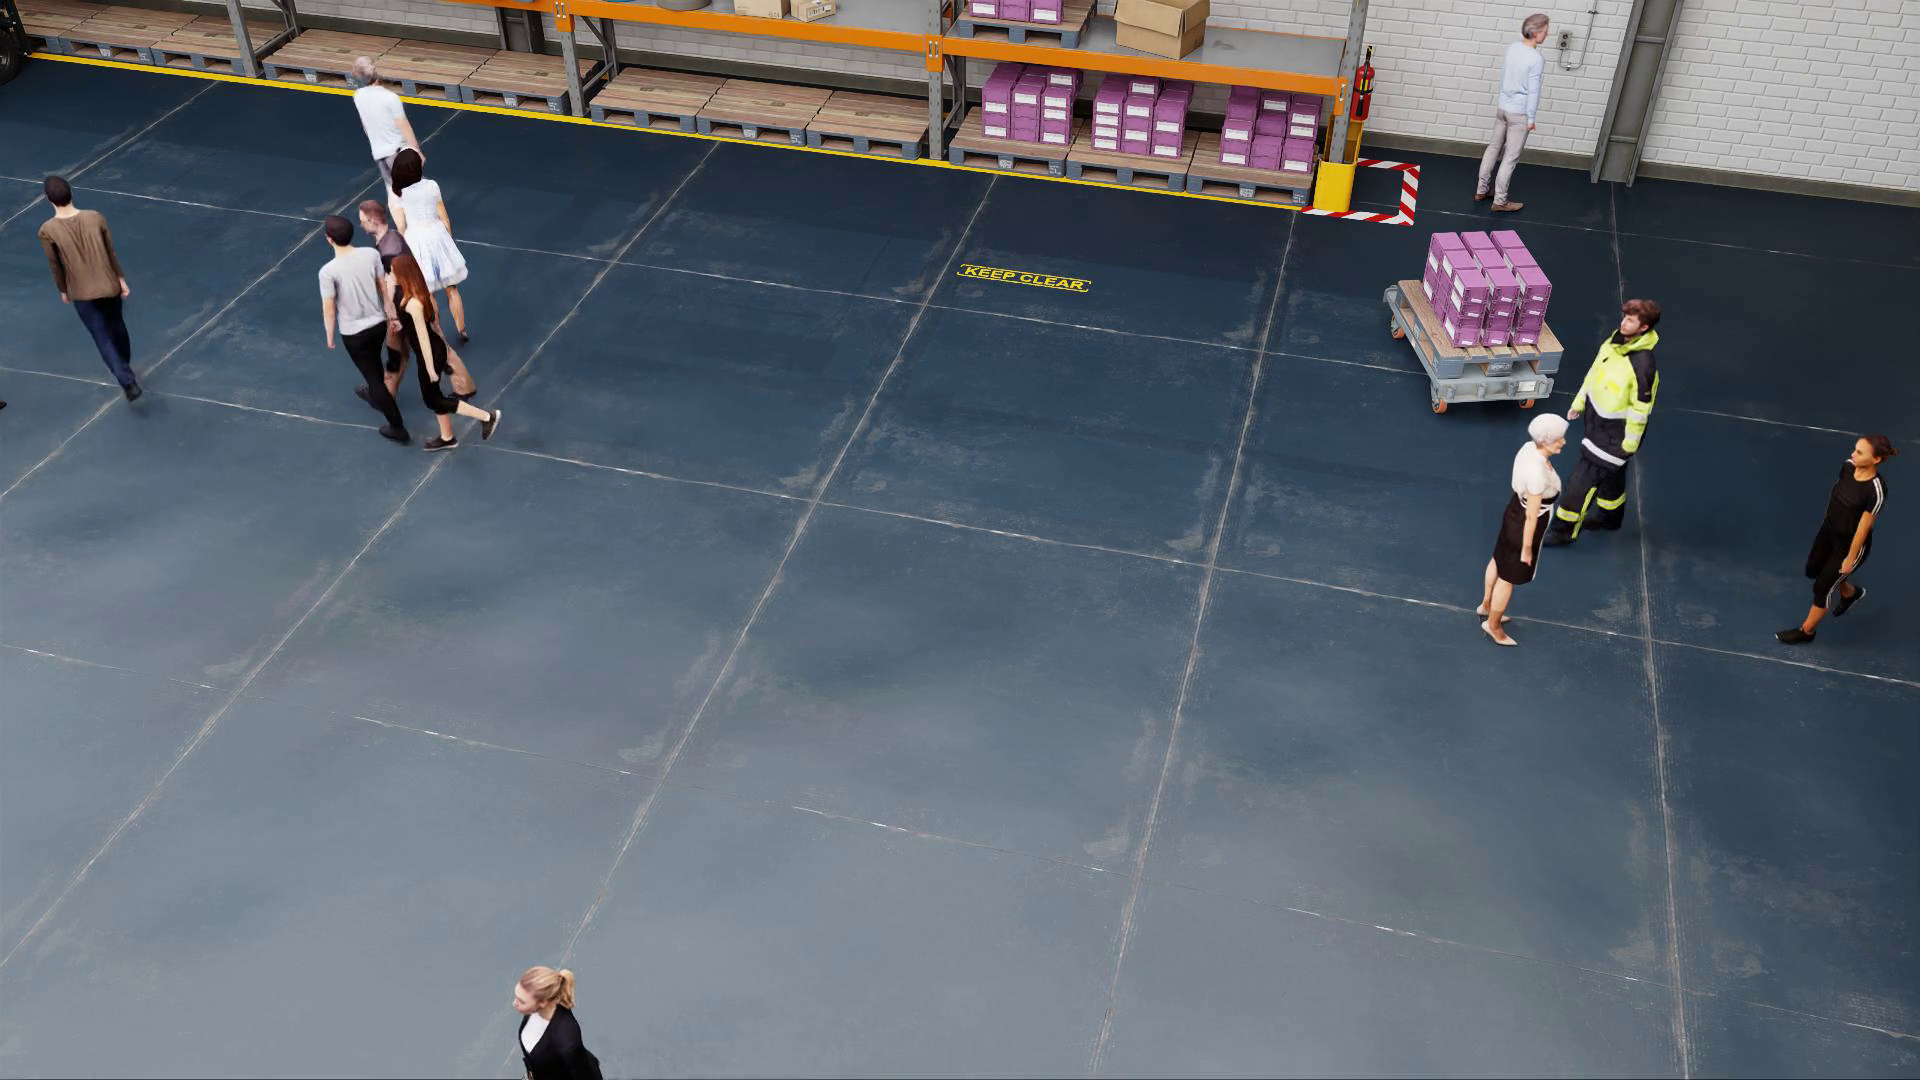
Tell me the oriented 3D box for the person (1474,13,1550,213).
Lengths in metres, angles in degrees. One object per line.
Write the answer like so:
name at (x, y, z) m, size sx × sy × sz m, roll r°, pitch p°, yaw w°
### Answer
person at (5.253, -4.057, 15.766) m, size 0.766 × 1.888 × 0.750 m, roll -13°, pitch 40°, yaw -16°

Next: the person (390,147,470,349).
person at (-4.378, -2.385, 13.729) m, size 0.843 × 1.818 × 0.913 m, roll -13°, pitch 40°, yaw -16°

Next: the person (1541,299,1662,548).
person at (4.672, -0.824, 11.665) m, size 1.078 × 1.955 × 0.940 m, roll -1°, pitch 39°, yaw -2°

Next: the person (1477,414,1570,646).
person at (3.659, -0.075, 10.888) m, size 0.547 × 1.754 × 0.642 m, roll 5°, pitch 39°, yaw 7°

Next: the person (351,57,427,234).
person at (-5.144, -3.483, 15.106) m, size 0.568 × 1.815 × 0.899 m, roll 21°, pitch 43°, yaw 24°

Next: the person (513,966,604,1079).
person at (-1.716, 2.493, 7.723) m, size 0.788 × 1.689 × 0.730 m, roll -18°, pitch 42°, yaw -22°

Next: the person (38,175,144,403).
person at (-6.824, -1.946, 13.151) m, size 1.090 × 1.853 × 1.275 m, roll -29°, pitch 47°, yaw -31°

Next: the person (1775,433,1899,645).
person at (5.861, -0.005, 10.885) m, size 0.942 × 1.647 × 0.792 m, roll -5°, pitch 39°, yaw -7°

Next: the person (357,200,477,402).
person at (-4.218, -1.827, 13.053) m, size 1.219 × 1.790 × 1.101 m, roll -20°, pitch 43°, yaw -23°

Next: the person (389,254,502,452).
person at (-3.922, -1.393, 12.575) m, size 0.969 × 1.709 × 0.821 m, roll -9°, pitch 39°, yaw -11°

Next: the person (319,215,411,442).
person at (-4.517, -1.574, 12.703) m, size 1.188 × 1.830 × 0.977 m, roll 27°, pitch 46°, yaw 29°
